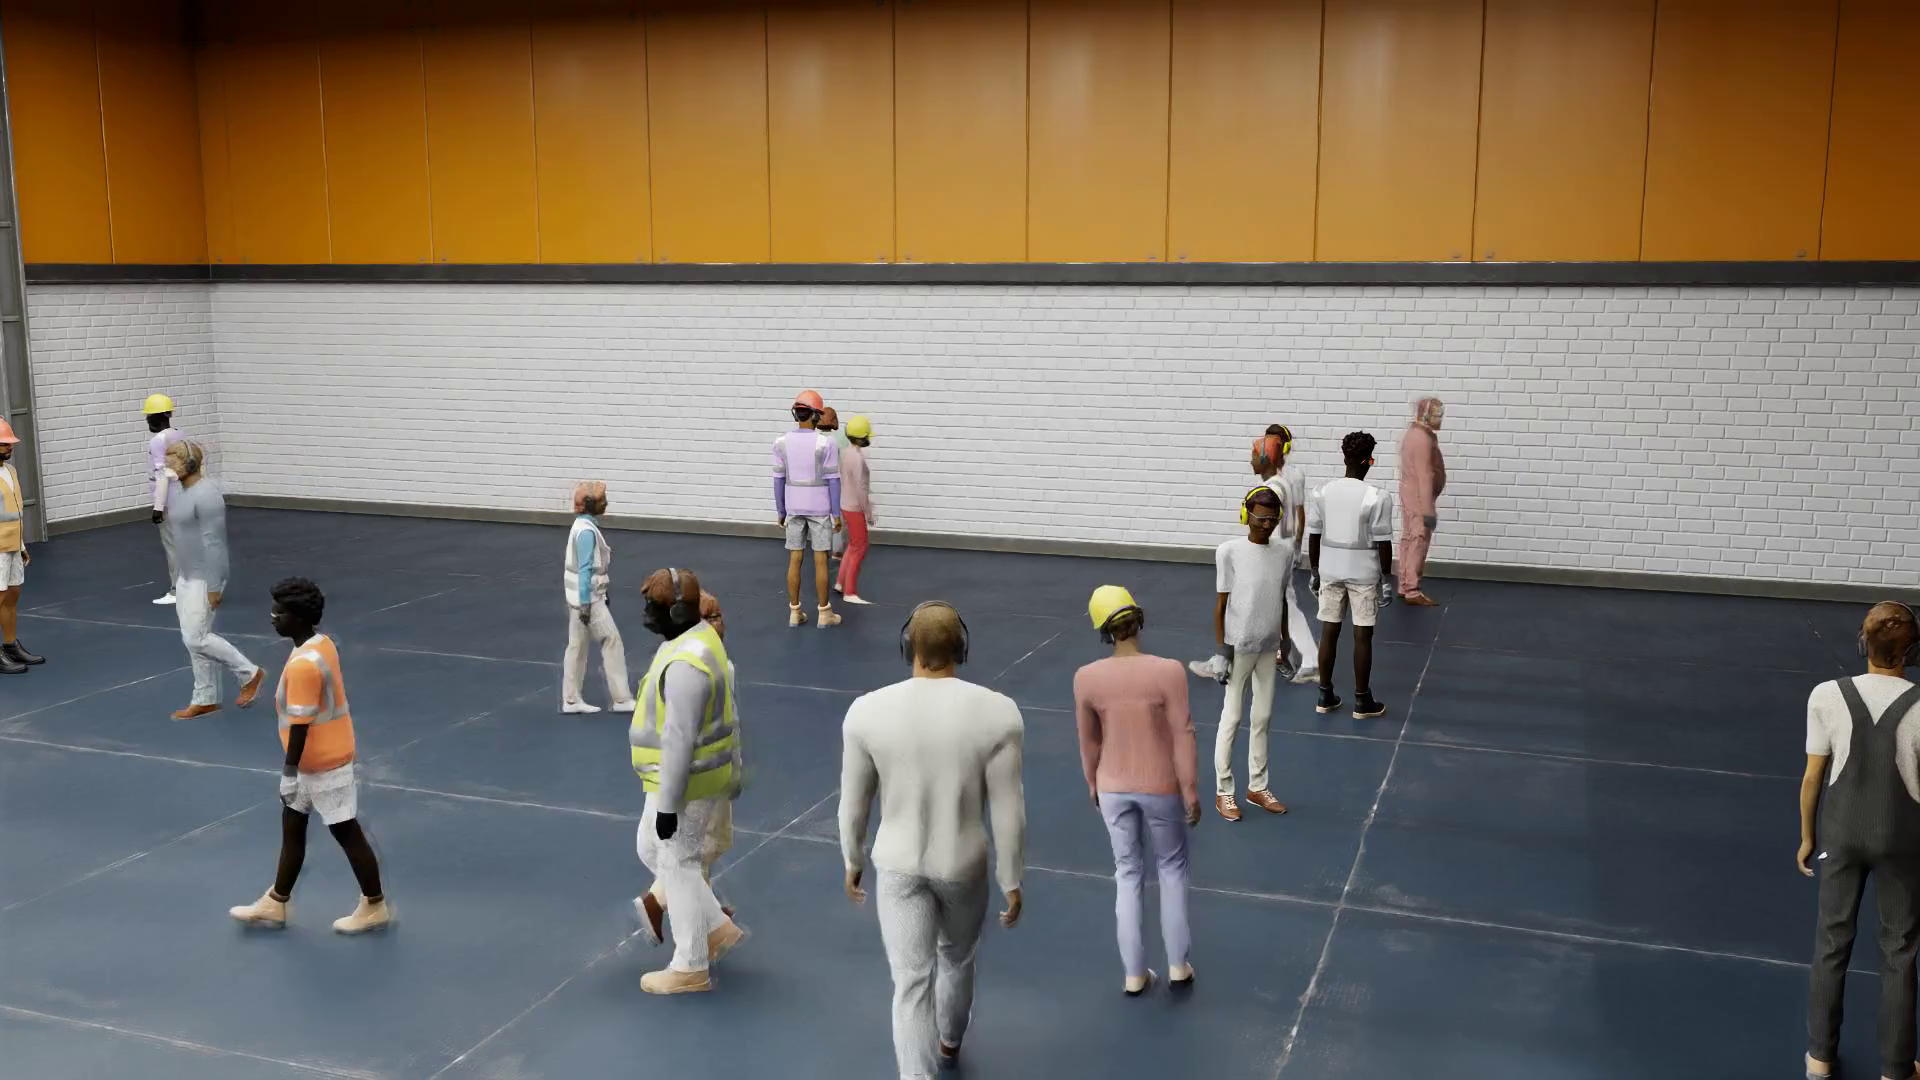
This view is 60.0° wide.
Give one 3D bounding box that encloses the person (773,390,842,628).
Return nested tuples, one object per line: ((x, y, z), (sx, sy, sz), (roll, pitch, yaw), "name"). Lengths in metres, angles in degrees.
((-1.286, -0.260, 14.206), (0.605, 2.034, 0.390), (3, 10, 17), "person")

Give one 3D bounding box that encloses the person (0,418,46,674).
((-7.256, 0.042, 12.630), (0.361, 1.938, 0.545), (-1, 9, -4), "person")

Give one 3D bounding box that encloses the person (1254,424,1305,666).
((2.432, 0.034, 12.876), (0.335, 1.876, 0.521), (-7, 12, -38), "person")

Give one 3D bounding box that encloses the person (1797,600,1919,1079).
((3.373, 1.133, 6.143), (0.506, 1.847, 0.350), (8, 12, 40), "person")

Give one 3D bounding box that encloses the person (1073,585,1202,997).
((0.752, 1.056, 7.030), (0.594, 1.715, 0.438), (4, 10, 22), "person")

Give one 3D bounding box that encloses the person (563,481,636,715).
((-2.419, 0.402, 11.361), (0.698, 1.610, 0.546), (-3, 10, -16), "person")

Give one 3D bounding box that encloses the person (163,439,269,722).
((-5.090, 0.273, 11.243), (0.517, 1.929, 0.633), (-8, 12, -41), "person")

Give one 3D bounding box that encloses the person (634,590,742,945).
((-1.230, 1.028, 7.483), (0.499, 1.610, 0.580), (8, 12, 41), "person")

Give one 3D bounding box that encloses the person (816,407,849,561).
((-1.377, -0.582, 17.444), (0.531, 1.626, 0.318), (4, 10, 24), "person")

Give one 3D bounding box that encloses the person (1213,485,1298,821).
((1.647, 0.621, 9.265), (0.521, 1.865, 0.327), (-4, 10, -23), "person")

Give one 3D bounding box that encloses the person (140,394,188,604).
((-7.261, -0.372, 15.234), (0.379, 1.923, 0.595), (-1, 9, -4), "person")

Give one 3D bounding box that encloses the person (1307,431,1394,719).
((2.670, 0.232, 11.356), (0.617, 1.964, 0.361), (7, 12, 38), "person")

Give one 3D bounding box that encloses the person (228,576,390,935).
((-3.005, 0.994, 7.515), (0.814, 1.661, 0.545), (-3, 9, -15), "person")

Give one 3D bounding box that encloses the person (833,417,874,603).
((-0.999, -0.272, 15.312), (0.347, 1.737, 0.675), (-2, 9, -14), "person")

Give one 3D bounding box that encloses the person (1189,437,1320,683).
((2.256, 0.155, 12.271), (1.006, 1.830, 0.583), (3, 10, 17), "person")

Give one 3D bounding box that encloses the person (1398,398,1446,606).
((4.239, -0.350, 15.233), (0.394, 1.894, 0.706), (1, 9, 4), "person")

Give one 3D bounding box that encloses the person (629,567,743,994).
((-1.172, 1.010, 6.970), (0.445, 1.823, 0.650), (-1, 9, -6), "person")

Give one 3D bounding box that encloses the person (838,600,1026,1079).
((-0.105, 1.136, 5.978), (0.655, 1.888, 0.985), (0, 9, -2), "person")
